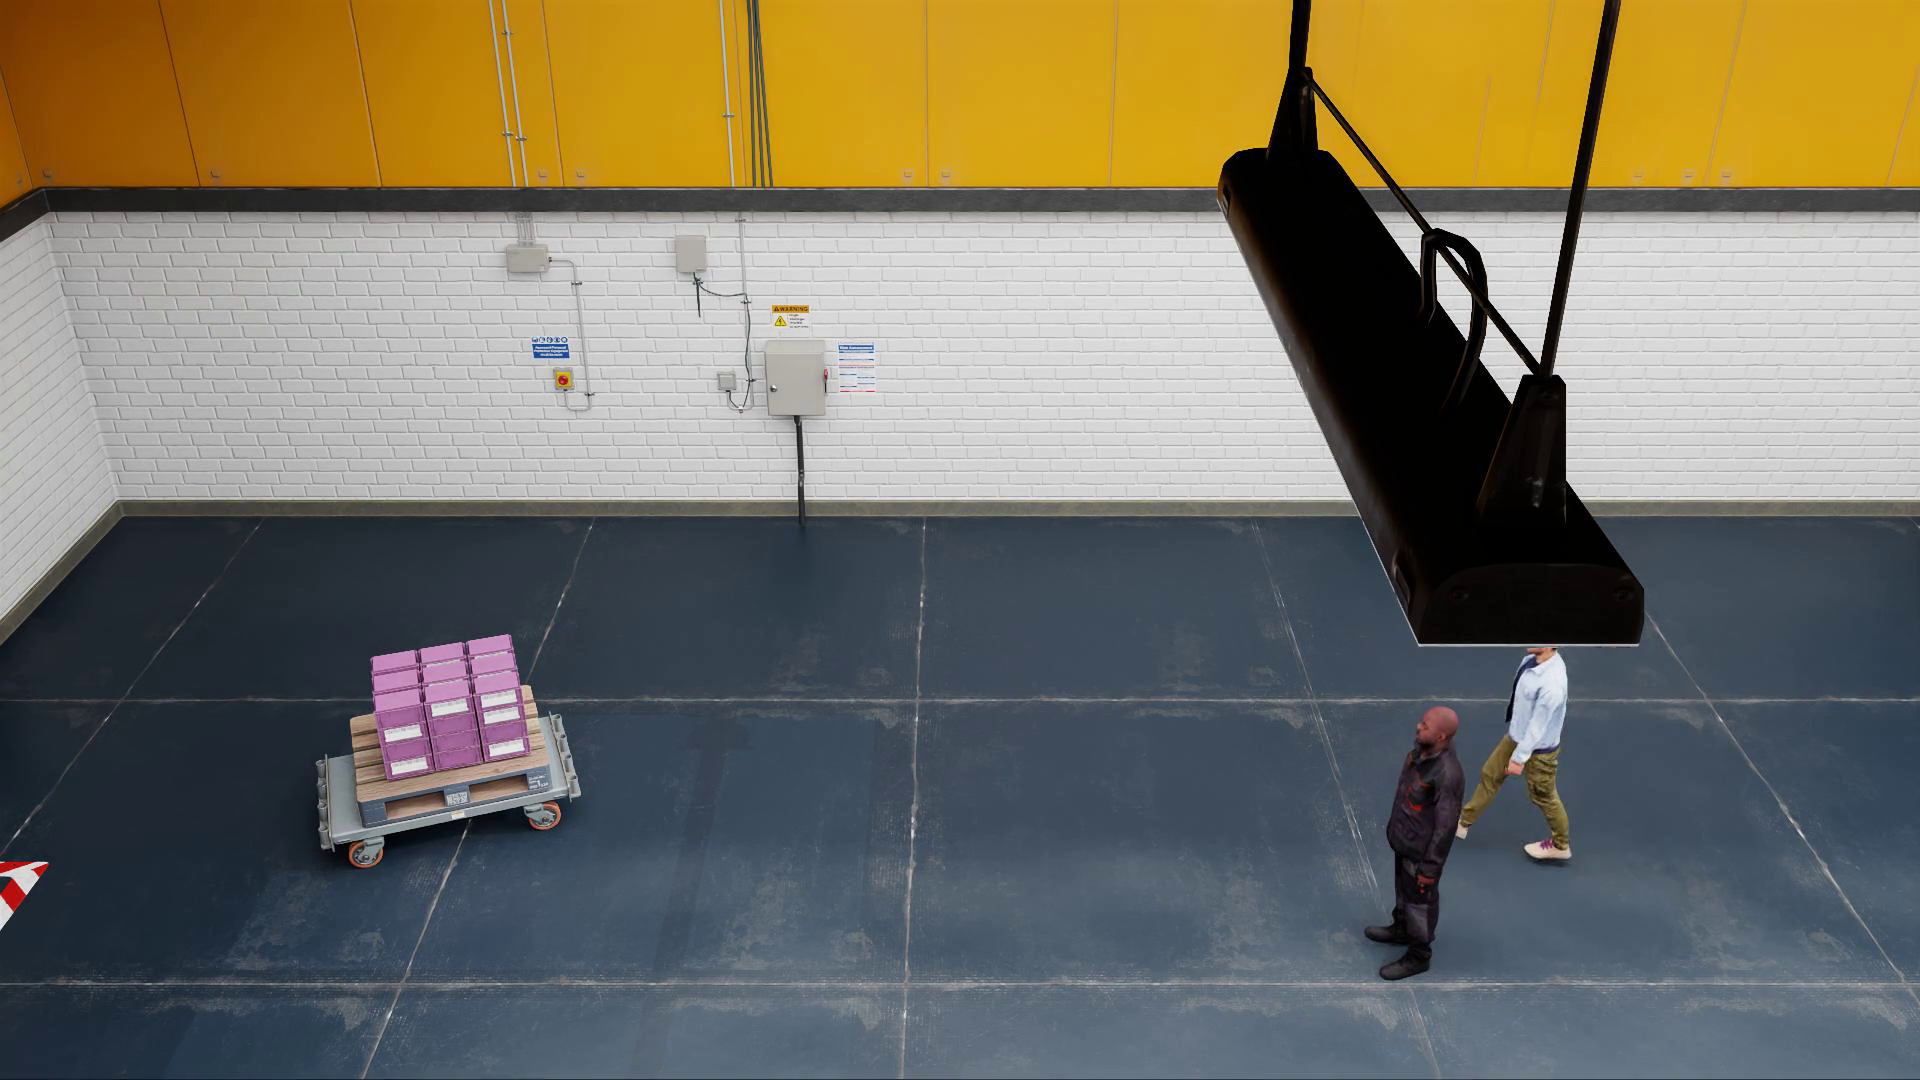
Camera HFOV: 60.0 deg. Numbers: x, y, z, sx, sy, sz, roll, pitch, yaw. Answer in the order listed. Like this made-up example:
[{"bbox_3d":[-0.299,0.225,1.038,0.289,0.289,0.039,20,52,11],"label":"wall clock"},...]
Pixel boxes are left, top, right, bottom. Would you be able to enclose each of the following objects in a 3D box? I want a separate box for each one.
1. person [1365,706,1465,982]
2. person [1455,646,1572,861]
[{"bbox_3d":[2.701,1.731,9.660,0.765,1.825,0.533,-1,29,-3],"label":"person"},{"bbox_3d":[3.707,1.311,10.495,0.893,1.761,1.148,5,29,9],"label":"person"}]
